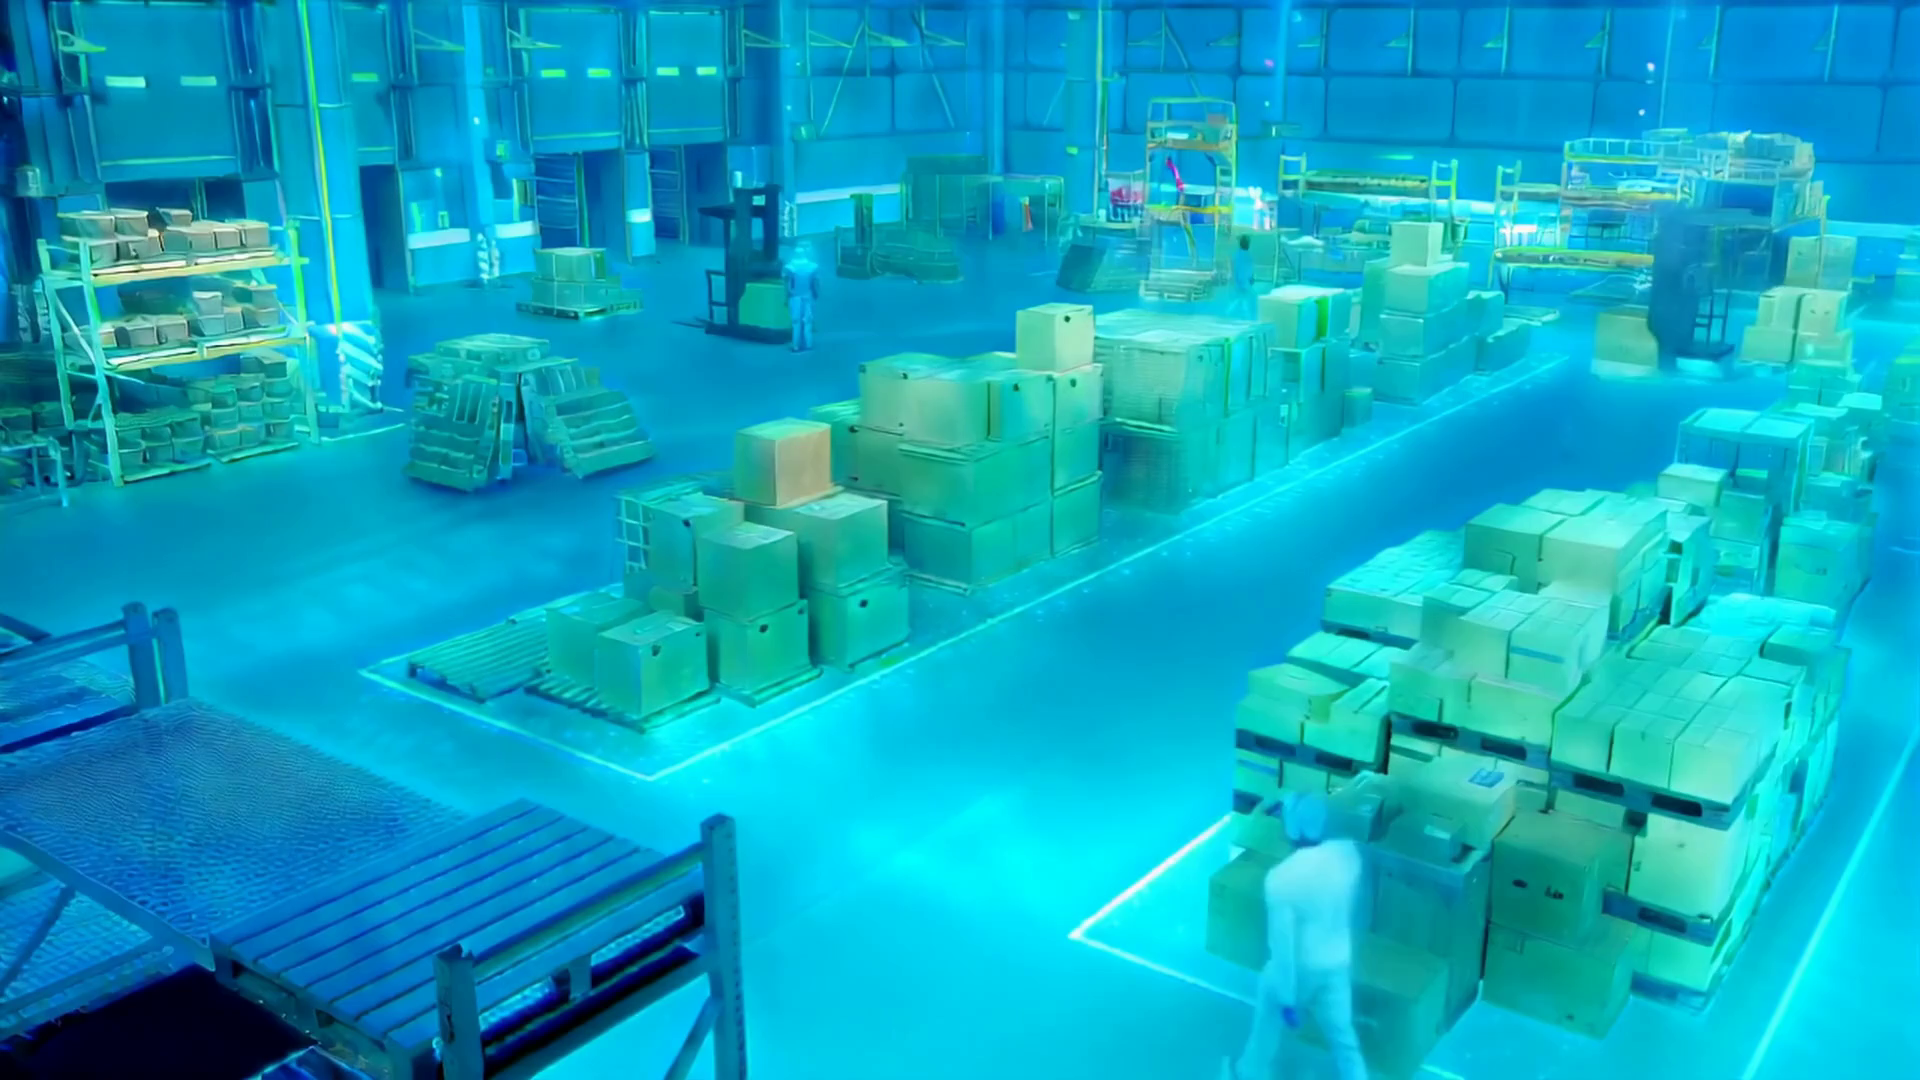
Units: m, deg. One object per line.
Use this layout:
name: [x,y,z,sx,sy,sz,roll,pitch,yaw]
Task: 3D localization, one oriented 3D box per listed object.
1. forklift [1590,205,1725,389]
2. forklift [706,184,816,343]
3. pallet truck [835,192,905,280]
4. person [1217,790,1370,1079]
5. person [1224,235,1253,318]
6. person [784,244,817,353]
forklift: [11.471,-4.000,27.021,1.873,2.768,1.129,12,21,35]
forklift: [-3.717,-5.181,30.929,1.873,2.768,1.129,12,21,35]
pallet truck: [-1.936,-7.159,38.982,1.885,1.965,0.823,-12,21,-34]
person: [1.757,2.147,8.390,0.623,1.885,1.068,-9,19,-27]
person: [5.590,-5.250,33.201,0.704,1.678,0.539,-8,19,-26]
person: [-2.841,-4.309,29.666,0.636,1.931,0.377,-9,19,-28]
